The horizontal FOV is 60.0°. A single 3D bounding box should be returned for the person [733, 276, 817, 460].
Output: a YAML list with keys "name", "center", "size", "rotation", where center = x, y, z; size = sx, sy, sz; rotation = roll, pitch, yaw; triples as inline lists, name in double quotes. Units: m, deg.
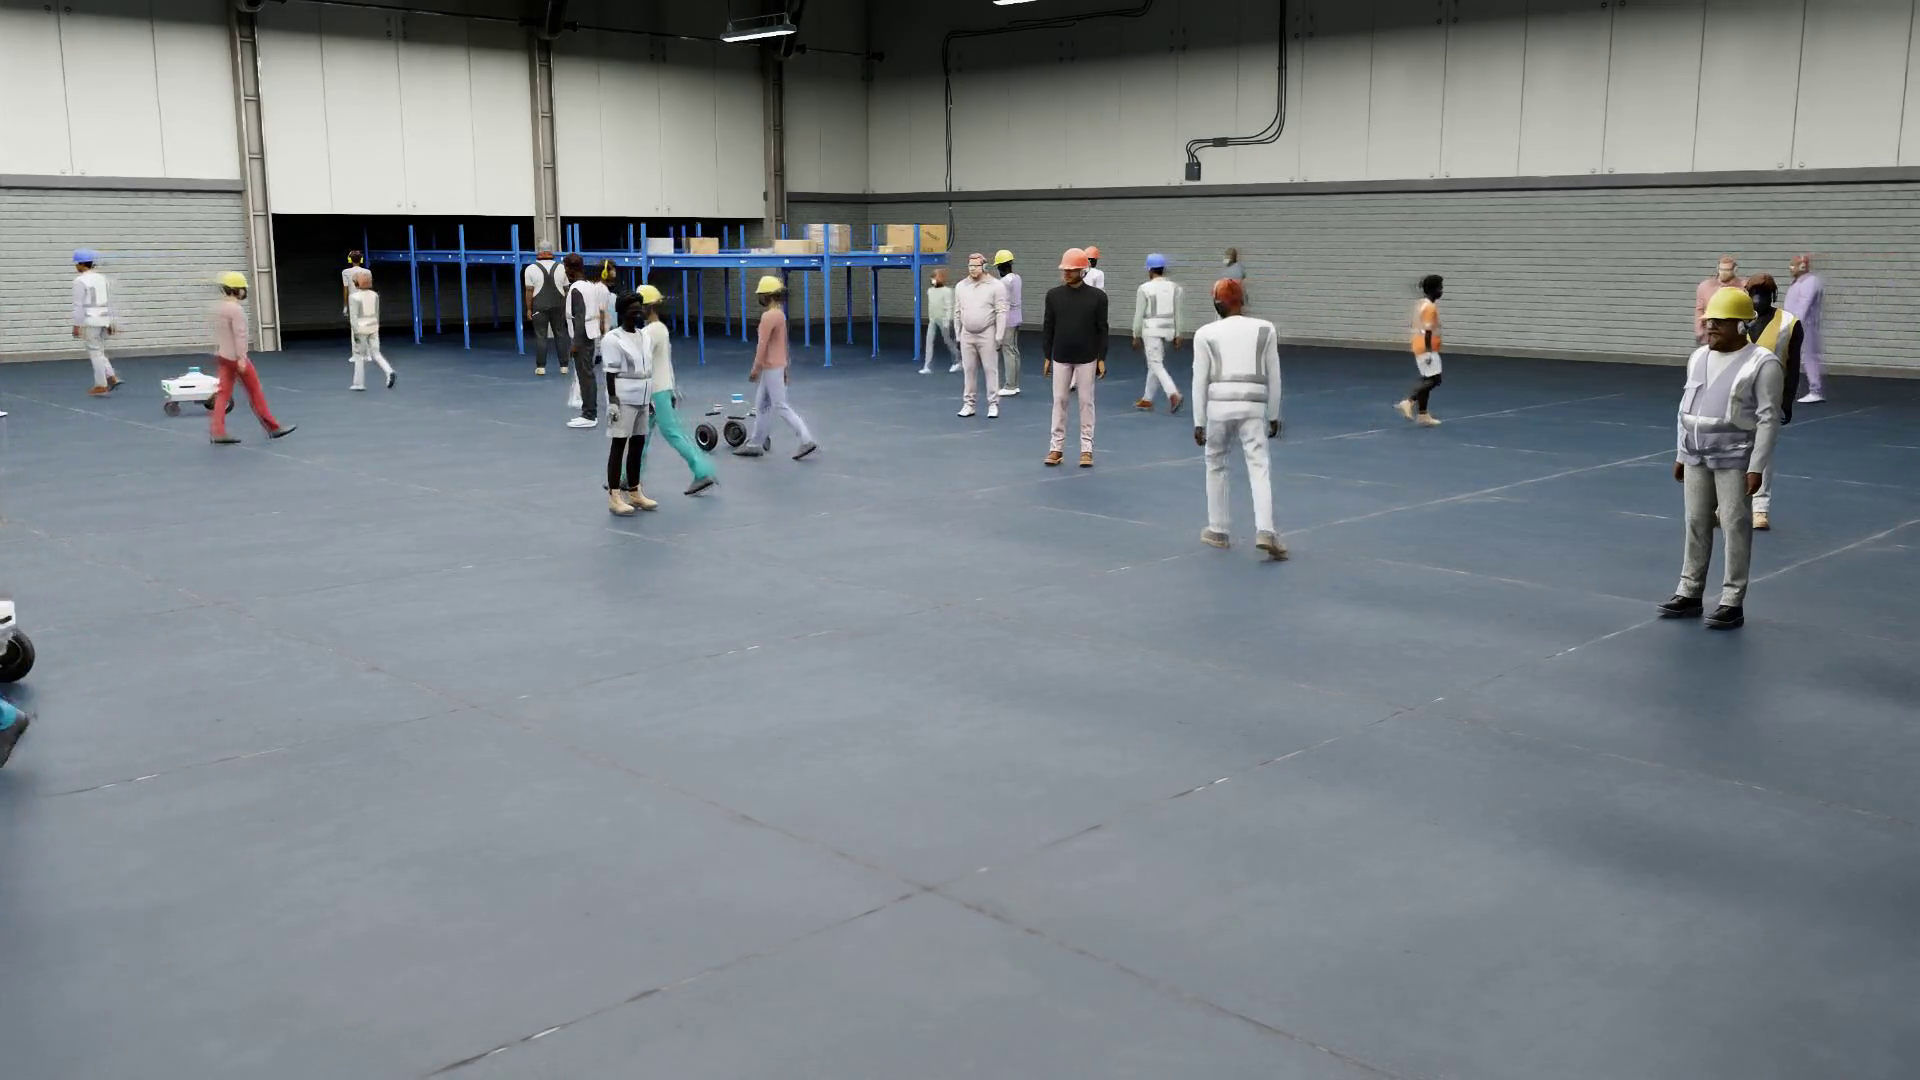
- name: "person"
  center: [-1.761, -1.641, 15.815]
  size: [0.844, 1.732, 0.529]
  rotation: [1, 10, 5]

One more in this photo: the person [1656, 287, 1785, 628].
- name: "person"
  center: [4.140, -0.454, 9.071]
  size: [0.404, 1.833, 0.592]
  rotation: [-5, 12, -26]

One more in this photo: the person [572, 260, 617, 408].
- name: "person"
  center: [-4.369, -2.528, 20.461]
  size: [0.995, 1.802, 0.484]
  rotation: [-7, 12, -33]

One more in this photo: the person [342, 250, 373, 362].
- name: "person"
  center: [-10.127, -3.933, 27.988]
  size: [0.515, 1.861, 0.312]
  rotation: [-8, 13, -38]

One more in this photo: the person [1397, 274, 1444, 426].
- name: "person"
  center: [5.149, -2.095, 18.399]
  size: [0.414, 1.681, 0.547]
  rotation: [2, 11, 12]

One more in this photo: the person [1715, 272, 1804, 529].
- name: "person"
  center: [5.739, -1.011, 12.086]
  size: [0.627, 1.845, 0.429]
  rotation: [5, 12, 27]

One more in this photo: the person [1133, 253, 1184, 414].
- name: "person"
  center: [2.390, -2.465, 19.856]
  size: [0.607, 1.912, 0.948]
  rotation: [-6, 12, -31]

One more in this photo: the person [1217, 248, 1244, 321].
- name: "person"
  center: [4.613, -4.054, 28.545]
  size: [0.897, 1.887, 0.659]
  rotation: [-5, 12, -26]

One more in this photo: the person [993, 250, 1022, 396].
- name: "person"
  center: [0.621, -2.870, 22.013]
  size: [0.381, 1.918, 0.585]
  rotation: [4, 11, 19]

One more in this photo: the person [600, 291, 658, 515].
- name: "person"
  center: [-2.522, -1.058, 12.726]
  size: [0.317, 1.697, 0.540]
  rotation: [5, 12, 26]

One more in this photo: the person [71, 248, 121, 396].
- name: "person"
  center: [-11.457, -2.865, 21.939]
  size: [0.431, 1.932, 0.605]
  rotation: [0, 10, 2]

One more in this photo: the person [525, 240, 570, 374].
- name: "person"
  center: [-6.335, -3.557, 25.540]
  size: [0.685, 2.000, 0.535]
  rotation: [-4, 11, -23]

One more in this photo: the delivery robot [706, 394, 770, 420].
- name: "delivery robot"
  center: [-2.208, -1.330, 16.484]
  size: [0.698, 0.223, 0.335]
  rotation: [7, 13, 35]

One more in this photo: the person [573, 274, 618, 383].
- name: "person"
  center: [-4.757, -2.724, 21.917]
  size: [0.765, 1.665, 0.531]
  rotation: [5, 12, 25]

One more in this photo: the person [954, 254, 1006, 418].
- name: "person"
  center: [0.219, -2.377, 19.389]
  size: [0.652, 1.901, 0.396]
  rotation: [4, 11, 22]

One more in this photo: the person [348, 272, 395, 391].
- name: "person"
  center: [-8.075, -2.845, 22.691]
  size: [0.686, 1.618, 0.521]
  rotation: [6, 12, 31]

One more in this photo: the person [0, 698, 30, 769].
- name: "person"
  center: [-3.881, 0.090, 6.191]
  size: [0.580, 1.813, 0.914]
  rotation: [3, 11, 18]

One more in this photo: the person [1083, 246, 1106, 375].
- name: "person"
  center: [1.993, -3.509, 25.440]
  size: [0.542, 1.939, 0.364]
  rotation: [7, 13, 34]

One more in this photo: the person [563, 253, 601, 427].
- name: "person"
  center: [-4.203, -2.223, 18.502]
  size: [0.391, 1.913, 0.588]
  rotation: [0, 10, -3]

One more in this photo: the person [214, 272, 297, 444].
- name: "person"
  center: [-7.294, -1.866, 17.024]
  size: [0.852, 1.724, 0.548]
  rotation: [-10, 15, -44]

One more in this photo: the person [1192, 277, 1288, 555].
- name: "person"
  center: [1.868, -0.827, 11.132]
  size: [0.626, 1.848, 0.806]
  rotation: [0, 10, 2]

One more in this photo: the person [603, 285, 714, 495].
- name: "person"
  center: [-2.469, -1.229, 13.624]
  size: [0.943, 1.712, 0.531]
  rotation: [0, 10, -1]

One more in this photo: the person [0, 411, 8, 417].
- name: "person"
  center: [-11.476, -2.390, 19.429]
  size: [0.651, 1.906, 0.403]
  rotation: [8, 13, 38]

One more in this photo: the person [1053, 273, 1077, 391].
- name: "person"
  center: [1.484, -2.860, 22.848]
  size: [0.520, 1.594, 0.870]
  rotation: [0, 10, -1]

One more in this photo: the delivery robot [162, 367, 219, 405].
- name: "delivery robot"
  center: [-9.124, -1.818, 19.857]
  size: [0.707, 0.478, 0.477]
  rotation: [-7, 13, -34]

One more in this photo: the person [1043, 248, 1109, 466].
- name: "person"
  center: [1.057, -1.682, 15.333]
  size: [0.613, 1.991, 0.392]
  rotation: [3, 11, 17]

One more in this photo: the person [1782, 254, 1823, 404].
- name: "person"
  center: [10.507, -2.665, 21.030]
  size: [0.965, 1.857, 0.664]
  rotation: [2, 11, 10]

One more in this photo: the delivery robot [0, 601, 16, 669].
- name: "delivery robot"
  center: [-4.793, 0.412, 7.696]
  size: [0.707, 0.478, 0.477]
  rotation: [-1, 10, -3]

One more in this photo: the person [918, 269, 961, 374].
- name: "person"
  center: [-0.286, -3.380, 25.673]
  size: [0.510, 1.597, 0.832]
  rotation: [9, 14, 41]

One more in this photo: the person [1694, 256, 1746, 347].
- name: "person"
  center: [9.404, -2.564, 20.508]
  size: [0.623, 1.863, 0.887]
  rotation: [8, 13, 38]
